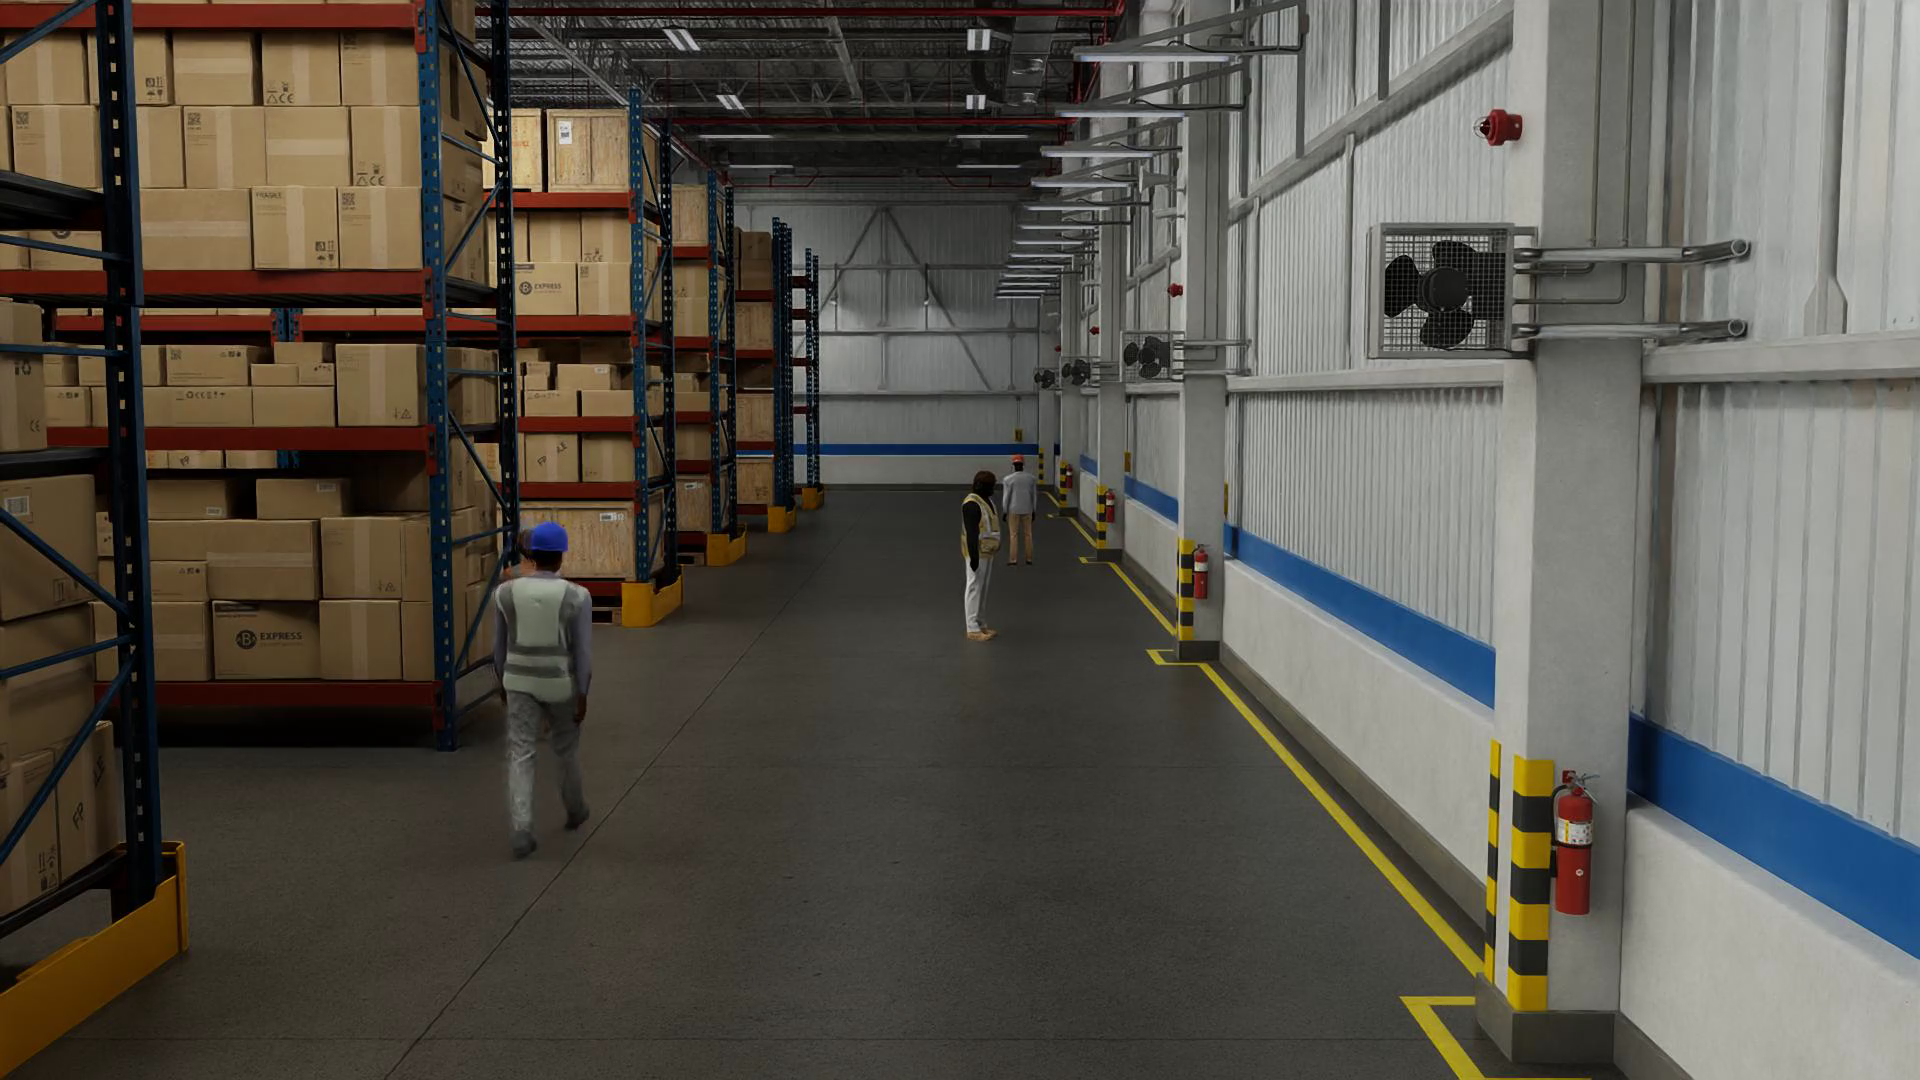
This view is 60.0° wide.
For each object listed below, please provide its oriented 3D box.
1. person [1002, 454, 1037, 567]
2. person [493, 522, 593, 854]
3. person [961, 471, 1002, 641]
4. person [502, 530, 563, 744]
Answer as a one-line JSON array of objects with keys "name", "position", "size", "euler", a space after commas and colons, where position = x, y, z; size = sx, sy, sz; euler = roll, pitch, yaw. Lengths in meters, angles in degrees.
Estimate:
[{"name": "person", "position": [0.917, -0.456, 25.773], "size": [0.561, 1.742, 0.337], "euler": [-1, 5, -15]}, {"name": "person", "position": [-2.447, 0.844, 9.776], "size": [0.616, 1.901, 0.992], "euler": [0, 5, 0]}, {"name": "person", "position": [0.235, 0.167, 18.004], "size": [0.430, 1.836, 0.624], "euler": [2, 5, 17]}, {"name": "person", "position": [-3.219, 0.735, 12.556], "size": [0.524, 1.631, 0.318], "euler": [-5, 7, -43]}]
